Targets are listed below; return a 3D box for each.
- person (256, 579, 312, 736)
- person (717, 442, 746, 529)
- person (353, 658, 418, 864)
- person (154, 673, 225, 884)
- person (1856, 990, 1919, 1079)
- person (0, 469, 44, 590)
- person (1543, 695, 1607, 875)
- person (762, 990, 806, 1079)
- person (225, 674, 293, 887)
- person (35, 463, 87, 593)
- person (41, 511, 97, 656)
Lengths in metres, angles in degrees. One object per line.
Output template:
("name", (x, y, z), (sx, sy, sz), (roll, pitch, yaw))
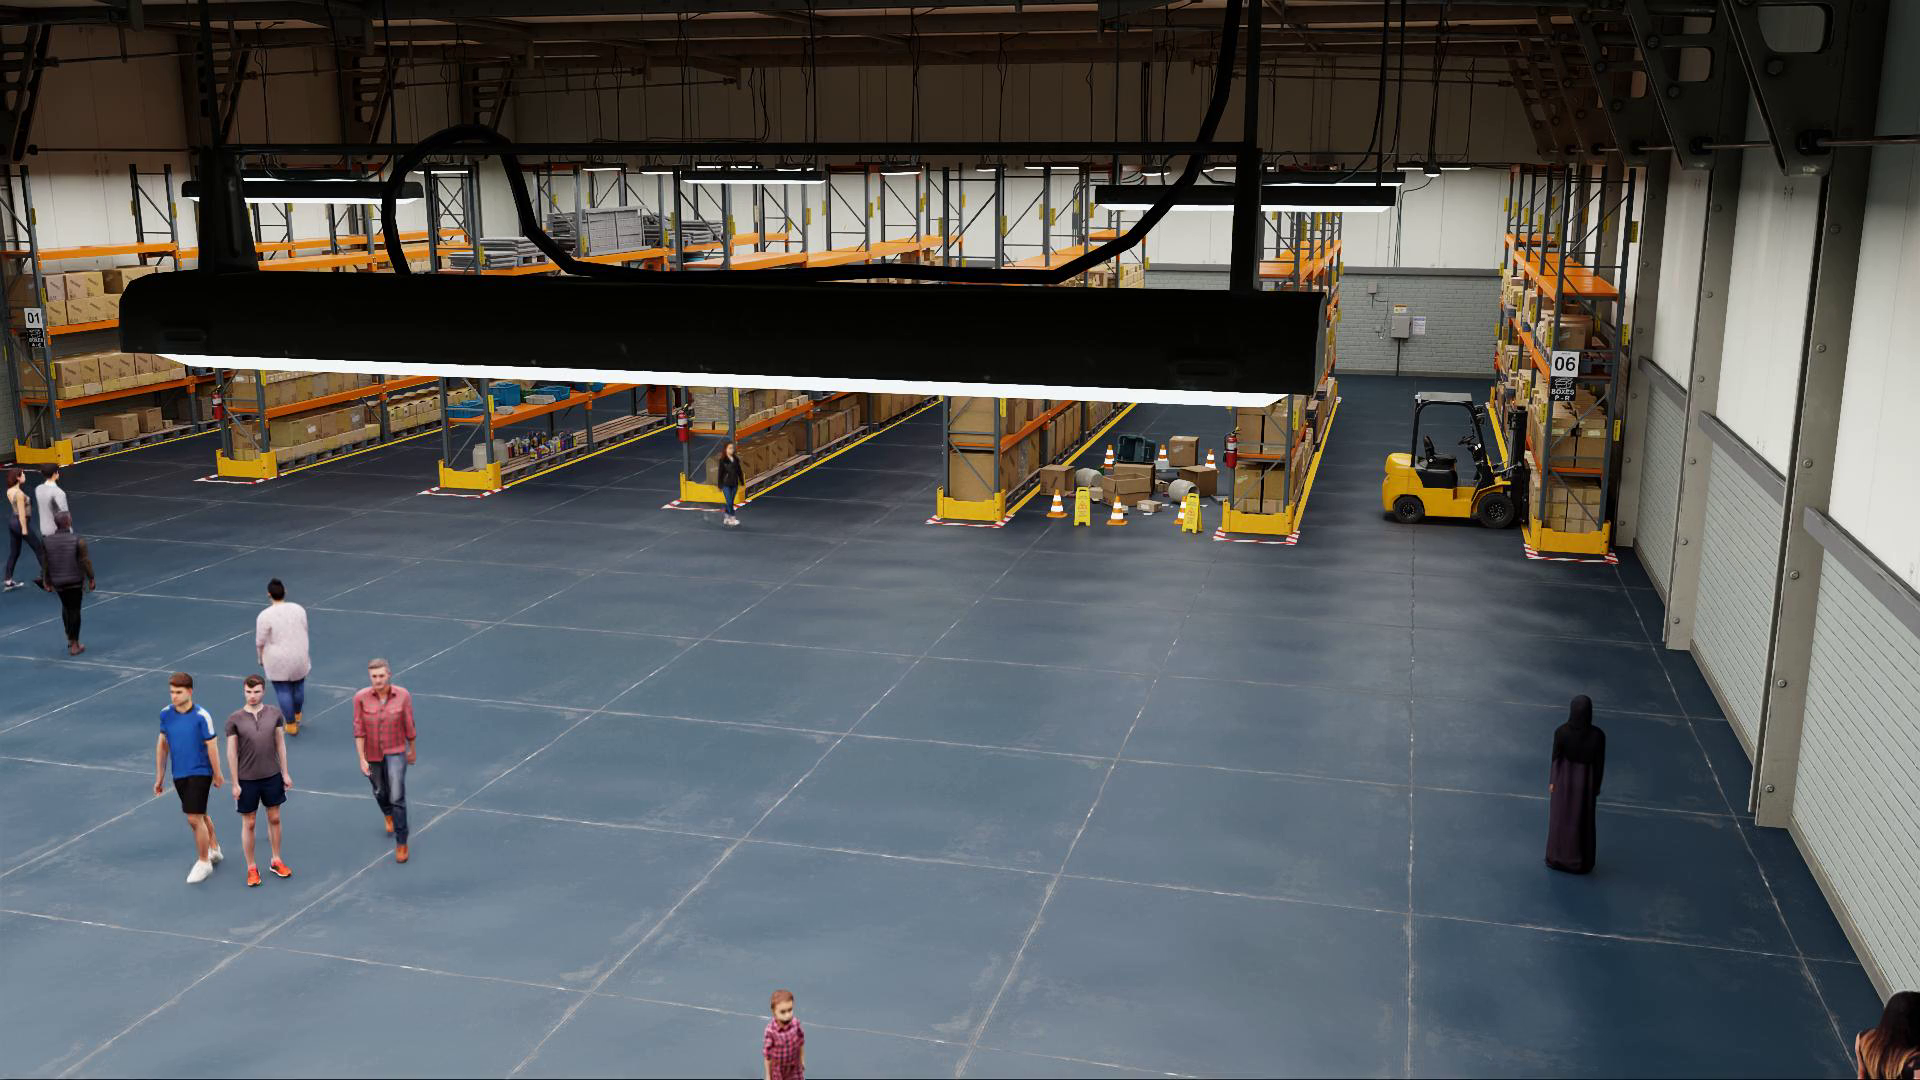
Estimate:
("person", (-7.320, 1.280, 18.086), (0.991, 1.727, 1.037), (-9, 16, -35))
("person", (-3.958, -0.953, 28.319), (0.914, 1.460, 0.927), (-10, 17, -38))
("person", (-5.238, 1.926, 15.143), (1.045, 1.795, 1.298), (-3, 13, -14))
("person", (-6.680, 2.021, 14.633), (0.625, 1.841, 0.848), (4, 14, 16))
("person", (5.208, 3.318, 9.301), (0.812, 1.720, 0.725), (-5, 14, -20))
("person", (-13.741, -0.133, 24.185), (0.887, 1.727, 1.155), (10, 16, 36))
("person", (5.424, 2.130, 14.665), (0.589, 1.615, 0.573), (4, 14, 16))
("person", (-1.140, 3.350, 10.725), (0.532, 1.015, 0.586), (-5, 14, -21))
("person", (-6.095, 2.054, 14.460), (0.700, 1.854, 0.794), (-10, 16, -36))
("person", (-13.045, -0.134, 23.797), (0.888, 1.905, 0.996), (7, 15, 27))
("person", (-11.292, 0.562, 20.973), (0.814, 1.823, 0.795), (-1, 13, -4))
